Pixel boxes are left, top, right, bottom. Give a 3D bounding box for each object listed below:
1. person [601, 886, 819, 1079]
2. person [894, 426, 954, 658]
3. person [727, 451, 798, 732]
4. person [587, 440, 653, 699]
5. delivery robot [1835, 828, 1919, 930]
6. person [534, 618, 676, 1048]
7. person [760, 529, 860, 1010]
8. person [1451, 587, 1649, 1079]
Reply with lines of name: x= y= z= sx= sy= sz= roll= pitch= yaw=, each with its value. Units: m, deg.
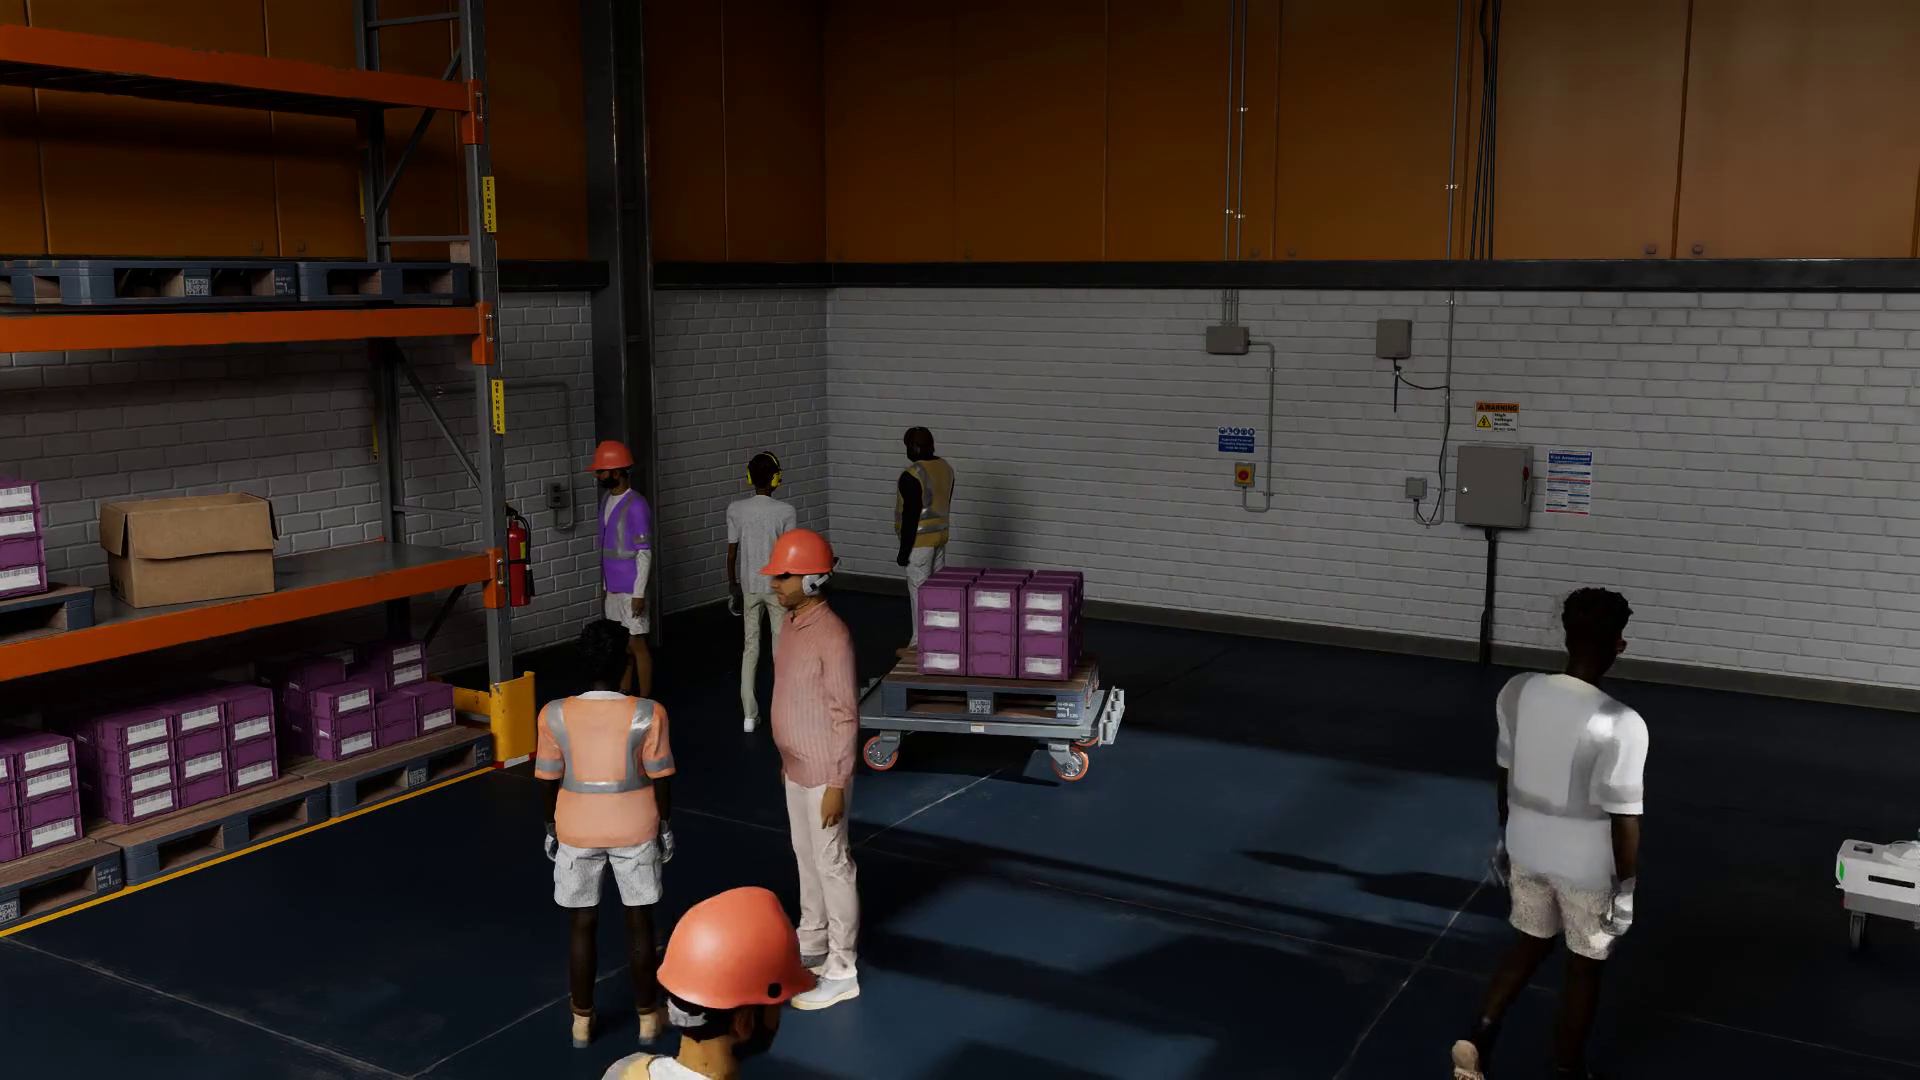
person: x=-0.473 y=1.586 z=3.093 sx=0.556 sy=1.914 sz=0.522 roll=8 pitch=12 yaw=42
person: x=-0.305 y=0.021 z=13.131 sx=0.429 sy=1.838 sz=0.621 roll=5 pitch=10 yaw=29
person: x=-1.279 y=0.347 z=10.986 sx=0.531 sy=1.870 sz=0.317 roll=2 pitch=9 yaw=10
person: x=-2.261 y=0.295 z=11.110 sx=0.376 sy=1.934 sz=0.547 roll=-7 pitch=11 yaw=-37
delivery robot: x=4.308 y=1.528 z=7.416 sx=0.707 sy=0.478 sz=0.477 roll=6 pitch=11 yaw=34
person: x=-1.376 y=1.147 z=6.521 sx=0.540 sy=1.698 sz=0.318 roll=0 pitch=9 yaw=-2
person: x=-0.619 y=0.938 z=6.905 sx=0.393 sy=1.995 sz=0.612 roll=-4 pitch=10 yaw=-26
person: x=2.111 y=1.122 z=5.899 sx=0.594 sy=1.950 sz=0.641 roll=-5 pitch=11 yaw=-31
